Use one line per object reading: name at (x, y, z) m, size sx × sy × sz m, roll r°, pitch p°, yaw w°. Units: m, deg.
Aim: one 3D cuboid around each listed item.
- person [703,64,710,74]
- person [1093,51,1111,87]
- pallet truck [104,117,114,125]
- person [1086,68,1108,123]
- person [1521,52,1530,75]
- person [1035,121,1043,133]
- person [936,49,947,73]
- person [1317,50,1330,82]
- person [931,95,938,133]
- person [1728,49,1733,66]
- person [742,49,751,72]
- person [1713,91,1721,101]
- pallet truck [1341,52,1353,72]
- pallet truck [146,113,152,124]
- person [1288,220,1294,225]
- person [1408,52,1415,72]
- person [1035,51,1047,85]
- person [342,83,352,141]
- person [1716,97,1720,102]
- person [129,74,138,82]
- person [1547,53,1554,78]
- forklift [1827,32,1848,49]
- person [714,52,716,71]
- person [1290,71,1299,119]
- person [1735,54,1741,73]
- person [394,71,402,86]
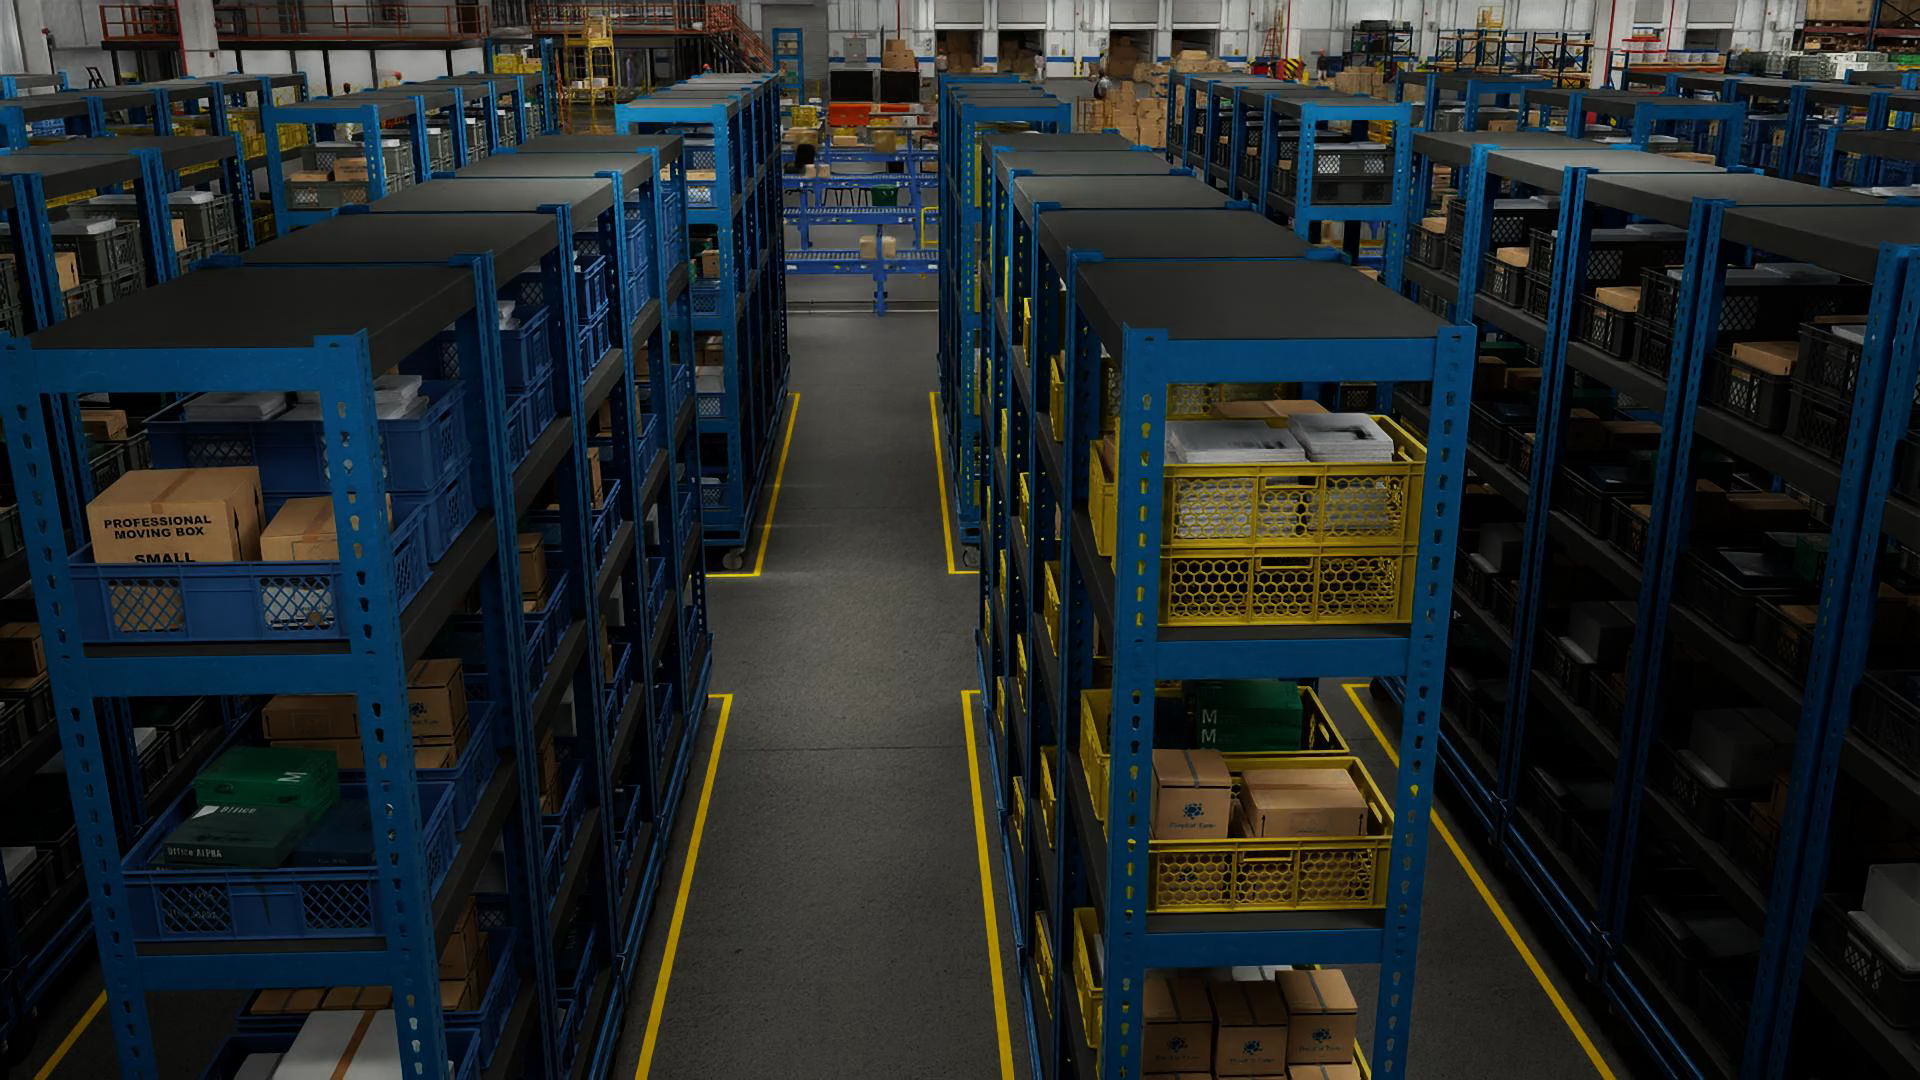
person at (-9.841, -17.461, 64.648) m, size 0.402 × 2.036 × 0.609 m, roll 0°, pitch 18°, yaw -1°
person at (7.607, -25.037, 88.364) m, size 1.010 × 1.884 × 0.606 m, roll 7°, pitch 19°, yaw 21°
pallet truck at (-18.367, -7.885, 35.078) m, size 1.885 × 1.965 × 0.823 m, roll 1°, pitch 18°, yaw 2°
person at (5.121, -16.266, 60.944) m, size 1.022 × 2.000 × 0.682 m, roll 3°, pitch 18°, yaw 9°
person at (29.925, -24.927, 88.143) m, size 0.967 × 1.802 × 0.549 m, roll -13°, pitch 22°, yaw -35°
person at (2.067, -10.179, 42.441) m, size 0.876 × 1.842 × 0.528 m, roll 4°, pitch 18°, yaw 13°
person at (-0.956, -25.050, 88.244) m, size 0.626 × 1.969 × 0.769 m, roll -4°, pitch 18°, yaw -11°
person at (18.749, -24.270, 85.864) m, size 0.729 × 1.947 × 0.682 m, roll 9°, pitch 20°, yaw 26°
person at (-0.661, -12.207, 48.863) m, size 0.523 × 1.740 × 0.724 m, roll 15°, pitch 23°, yaw 38°
person at (42.218, -26.042, 91.470) m, size 0.675 × 1.861 × 0.604 m, roll 4°, pitch 18°, yaw 13°
person at (-11.791, -26.166, 91.844) m, size 0.562 × 1.885 × 1.013 m, roll -10°, pitch 20°, yaw -27°
person at (26.013, -14.934, 57.069) m, size 0.612 × 1.878 × 0.889 m, roll 6°, pitch 19°, yaw 17°
pallet truck at (18.794, -23.123, 82.231) m, size 0.823 × 1.965 × 1.885 m, roll -13°, pitch 22°, yaw -35°
pallet truck at (-18.087, -8.309, 36.390) m, size 1.885 × 1.965 × 0.823 m, roll -1°, pitch 18°, yaw -4°
person at (3.826, -2.771, 19.399) m, size 0.399 × 1.908 × 0.643 m, roll 0°, pitch 18°, yaw -1°
person at (23.251, -24.188, 85.746) m, size 0.329 × 1.863 × 0.513 m, roll 0°, pitch 18°, yaw -1°
person at (4.408, -25.711, 90.558) m, size 0.992 × 1.791 × 0.645 m, roll 16°, pitch 24°, yaw 40°
person at (-19.317, -13.475, 52.556) m, size 0.356 × 1.883 × 0.575 m, roll 0°, pitch 18°, yaw -1°
person at (23.544, -13.053, 51.272) m, size 0.556 × 1.885 × 1.017 m, roll 8°, pitch 19°, yaw 23°
person at (-29.457, -15.601, 59.170) m, size 1.006 × 1.872 × 0.625 m, roll -8°, pitch 19°, yaw -22°
person at (31.268, -24.884, 88.096) m, size 0.322 × 1.738 × 0.488 m, roll 0°, pitch 18°, yaw -1°
forklift at (46.023, -25.321, 87.619) m, size 1.129 × 2.768 × 1.873 m, roll -1°, pitch 18°, yaw -2°
person at (-13.498, -25.860, 91.182) m, size 0.321 × 1.696 × 0.537 m, roll 0°, pitch 18°, yaw -1°
person at (12.214, -16.199, 60.946) m, size 0.490 × 1.921 × 0.629 m, roll 5°, pitch 19°, yaw 15°
person at (37.332, -22.330, 79.873) m, size 0.372 × 1.939 × 0.629 m, roll 0°, pitch 18°, yaw -1°
person at (-20.738, -16.370, 61.514) m, size 0.993 × 1.887 × 0.559 m, roll -6°, pitch 19°, yaw -17°
